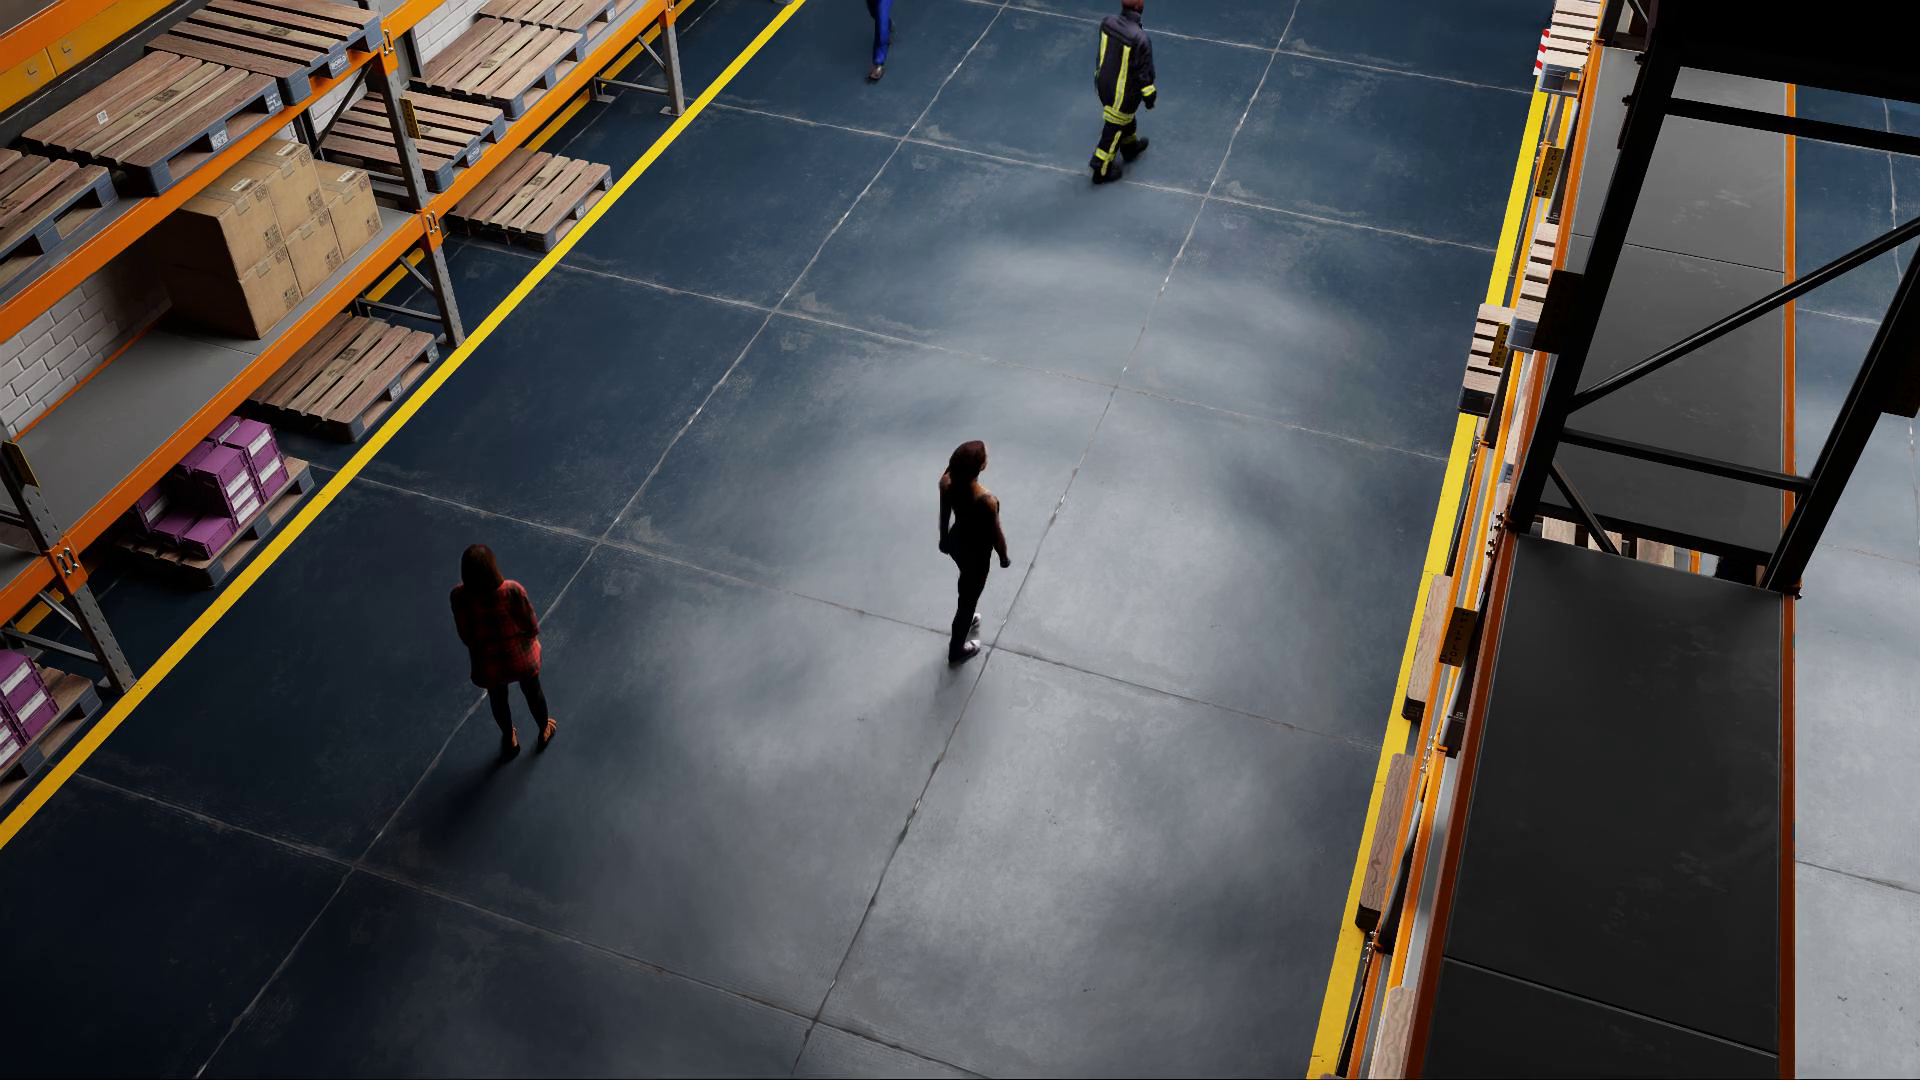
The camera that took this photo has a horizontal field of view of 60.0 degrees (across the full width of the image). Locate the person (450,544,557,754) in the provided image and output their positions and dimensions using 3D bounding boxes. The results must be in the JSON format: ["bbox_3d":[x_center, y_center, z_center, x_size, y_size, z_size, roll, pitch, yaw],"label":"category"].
[{"bbox_3d":[-2.771,0.662,10.080,0.706,1.703,0.718,-7,44,-8],"label":"person"}]

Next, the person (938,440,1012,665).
[{"bbox_3d":[-0.003,0.142,10.591,0.812,1.752,0.764,-31,52,-28],"label":"person"}]

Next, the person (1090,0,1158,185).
[{"bbox_3d":[1.389,-4.054,14.965,1.201,1.793,1.080,-27,50,-26],"label":"person"}]
